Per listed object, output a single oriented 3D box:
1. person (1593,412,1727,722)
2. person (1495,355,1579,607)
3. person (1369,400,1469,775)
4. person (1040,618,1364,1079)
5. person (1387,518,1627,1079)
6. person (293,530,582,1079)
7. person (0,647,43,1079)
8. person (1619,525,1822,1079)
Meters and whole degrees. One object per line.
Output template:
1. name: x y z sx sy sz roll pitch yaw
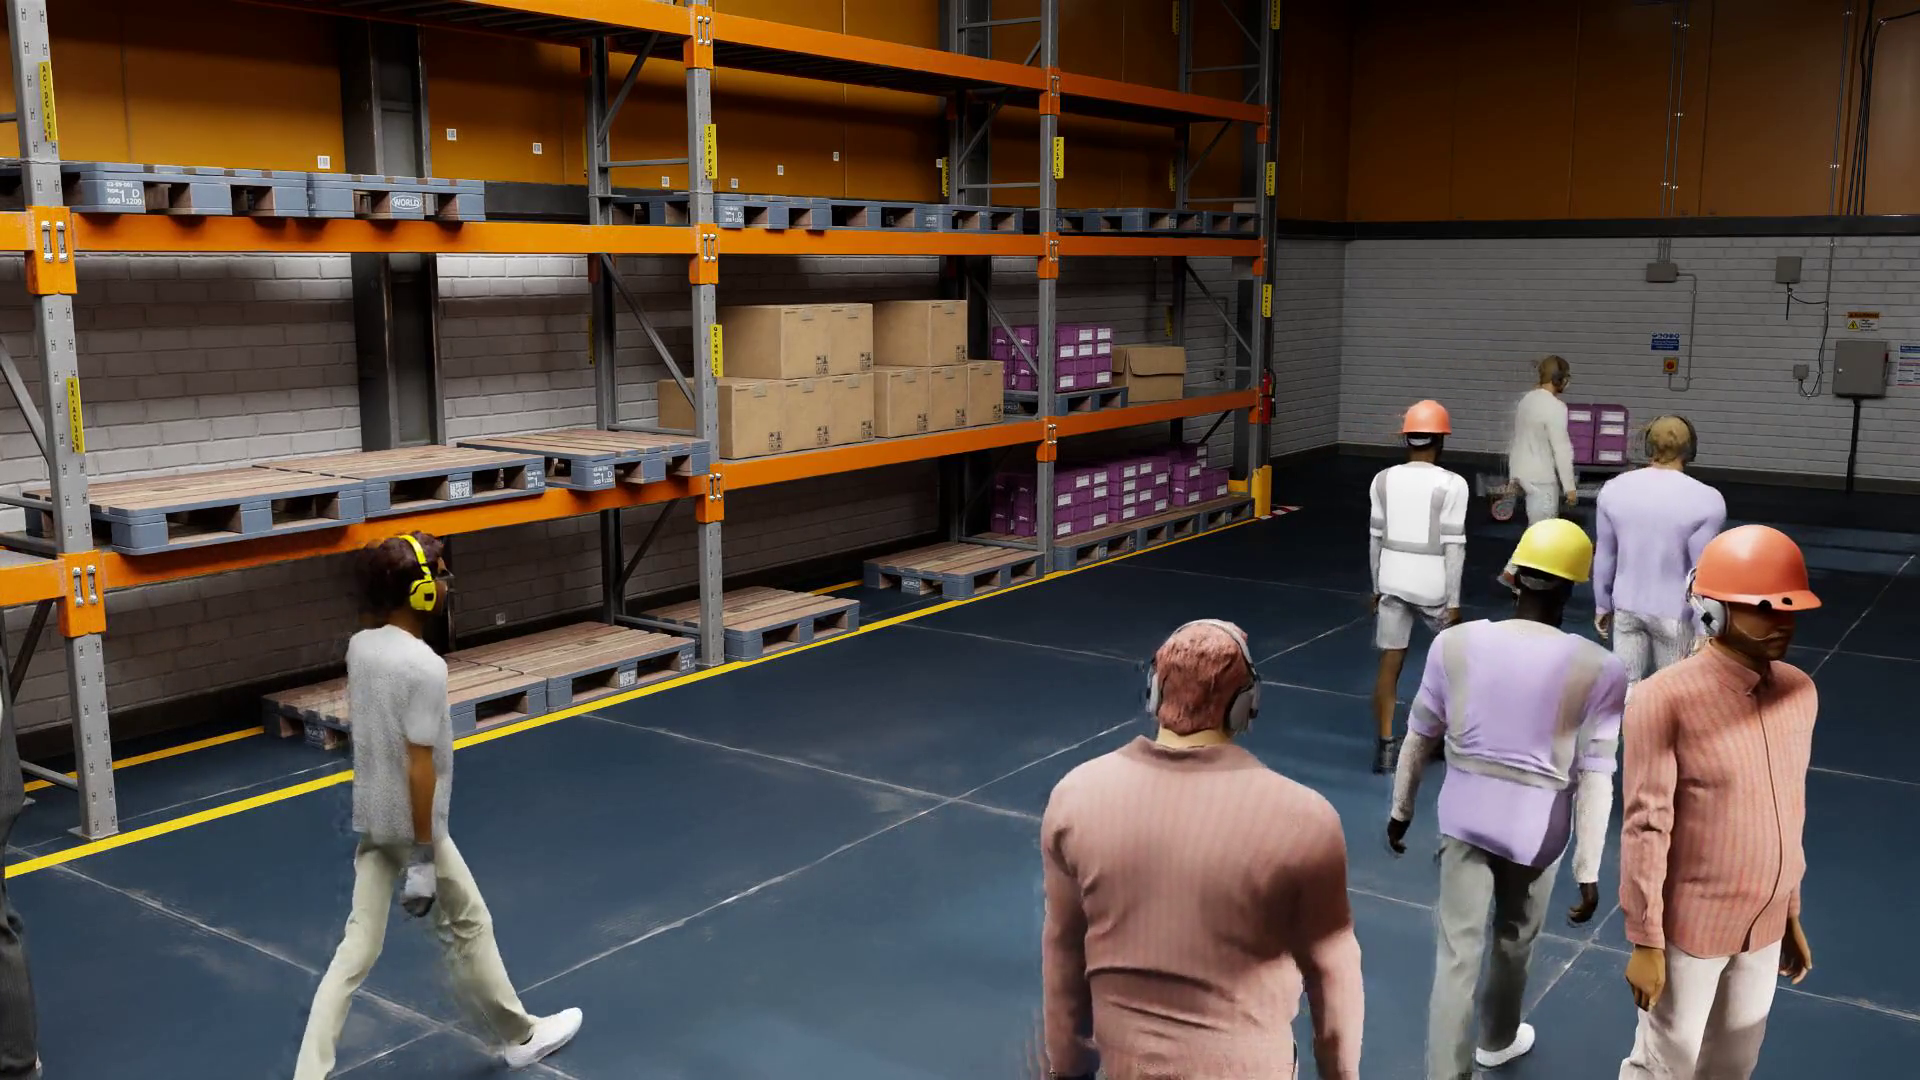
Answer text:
1. person: 3.250 0.355 7.889 0.749 1.923 0.628 -8 12 -40
2. person: 4.406 -0.437 12.597 0.440 1.920 0.649 0 10 -1
3. person: 2.406 0.231 8.633 0.564 1.907 0.817 9 13 42
4. person: 0.527 1.098 3.552 0.645 1.883 0.506 6 11 33
5. person: 1.622 0.865 5.038 0.681 1.866 1.021 5 11 28
6. person: -1.688 0.872 5.132 0.535 1.816 1.021 8 12 38
7. person: -3.033 0.866 5.069 0.324 1.842 0.516 -5 11 -26
8. person: 1.889 0.946 4.144 0.608 1.995 0.376 -5 11 -27
